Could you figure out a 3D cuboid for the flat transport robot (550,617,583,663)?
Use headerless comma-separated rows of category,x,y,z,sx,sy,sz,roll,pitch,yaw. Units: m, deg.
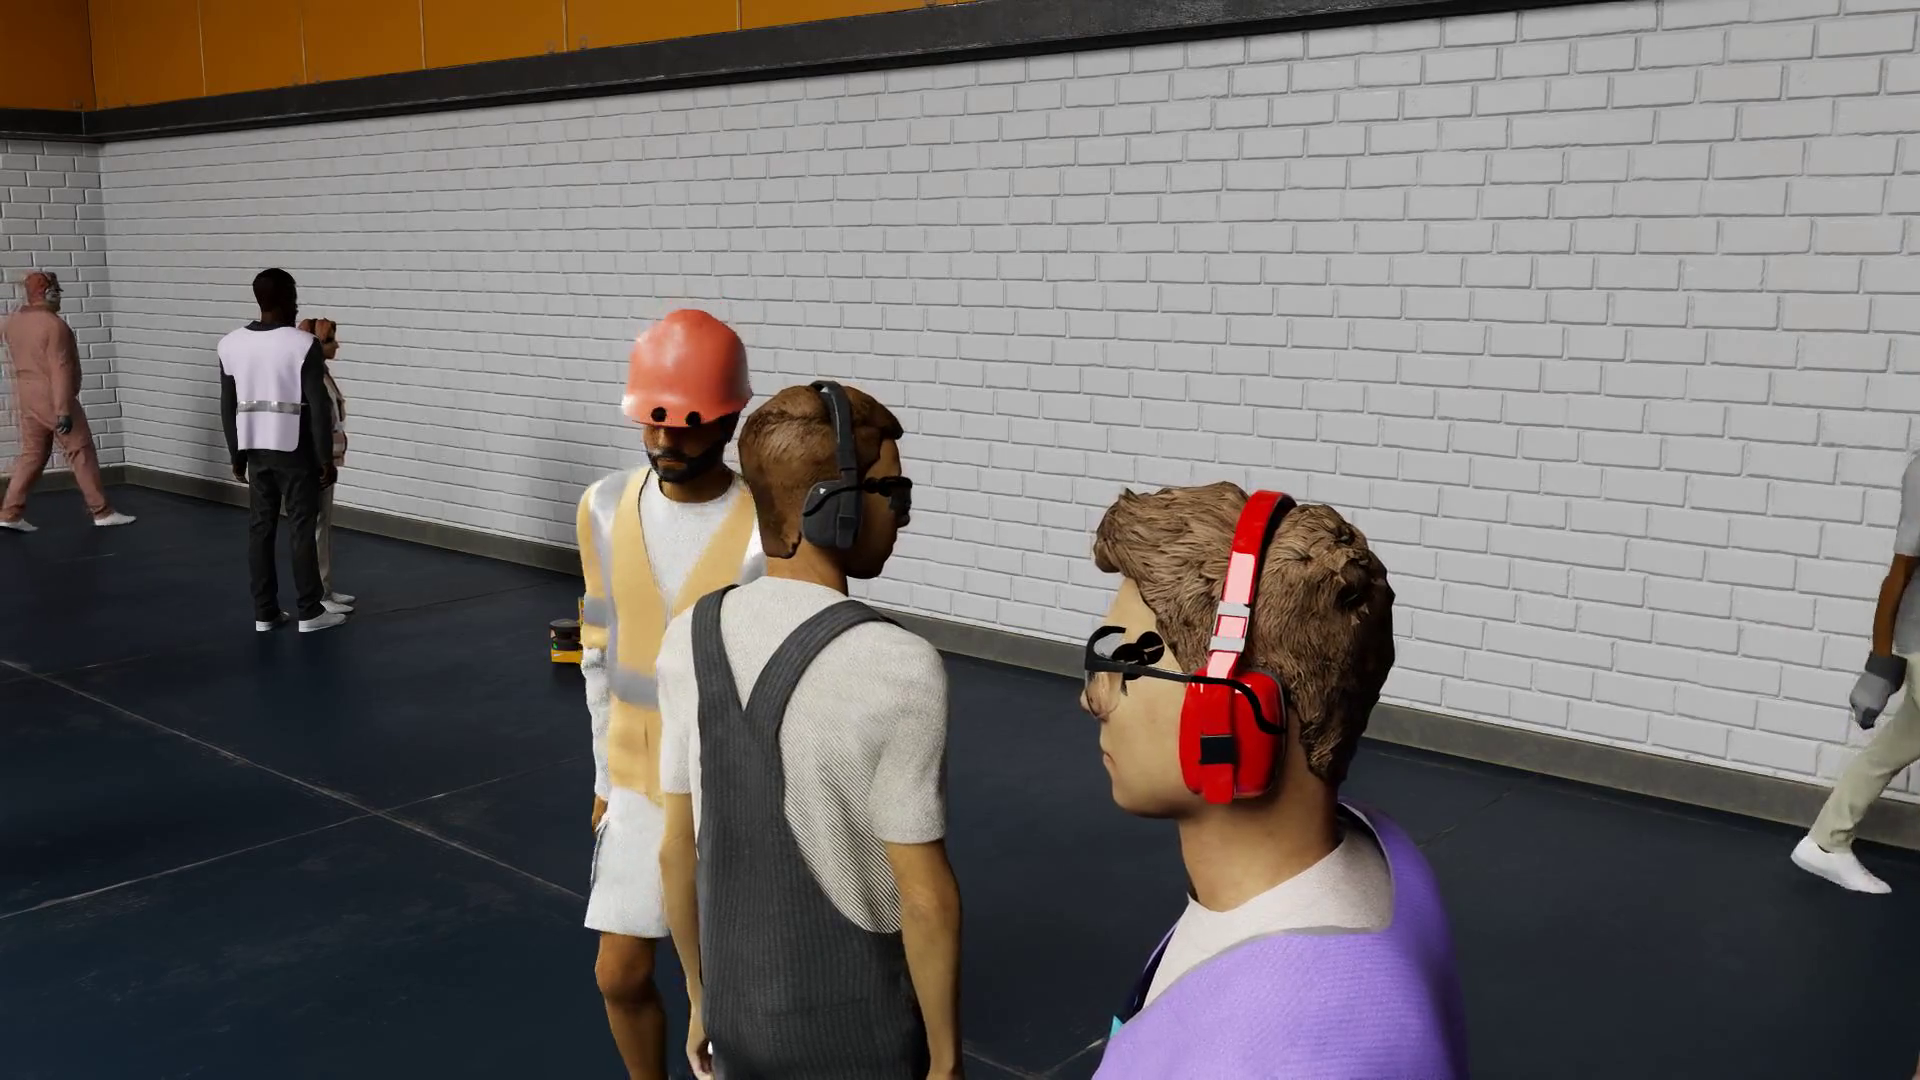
flat transport robot,-1.338,0.420,8.423,1.431,0.197,0.652,-2,10,-14

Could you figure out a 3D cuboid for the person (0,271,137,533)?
person,-6.478,-0.979,11.870,0.663,1.869,0.902,6,11,30

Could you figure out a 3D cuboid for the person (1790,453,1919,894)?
person,2.771,0.296,4.817,0.575,1.807,0.883,-5,11,-24

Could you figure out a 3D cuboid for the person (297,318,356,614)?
person,-3.566,-0.414,9.278,0.315,1.640,0.514,-3,10,-15

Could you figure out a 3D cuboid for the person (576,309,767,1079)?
person,-0.526,0.509,3.335,0.584,1.903,0.548,3,10,16

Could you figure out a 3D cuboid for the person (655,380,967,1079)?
person,-0.202,0.697,2.382,0.506,1.842,0.350,7,12,36

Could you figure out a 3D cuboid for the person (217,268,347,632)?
person,-3.588,-0.462,8.767,0.594,1.915,0.373,2,10,10

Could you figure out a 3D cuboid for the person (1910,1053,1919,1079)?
person,2.299,0.556,3.155,0.690,1.851,0.970,-5,11,-25

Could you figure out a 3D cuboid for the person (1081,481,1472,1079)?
person,0.248,0.872,1.377,0.389,1.844,0.563,3,10,17
